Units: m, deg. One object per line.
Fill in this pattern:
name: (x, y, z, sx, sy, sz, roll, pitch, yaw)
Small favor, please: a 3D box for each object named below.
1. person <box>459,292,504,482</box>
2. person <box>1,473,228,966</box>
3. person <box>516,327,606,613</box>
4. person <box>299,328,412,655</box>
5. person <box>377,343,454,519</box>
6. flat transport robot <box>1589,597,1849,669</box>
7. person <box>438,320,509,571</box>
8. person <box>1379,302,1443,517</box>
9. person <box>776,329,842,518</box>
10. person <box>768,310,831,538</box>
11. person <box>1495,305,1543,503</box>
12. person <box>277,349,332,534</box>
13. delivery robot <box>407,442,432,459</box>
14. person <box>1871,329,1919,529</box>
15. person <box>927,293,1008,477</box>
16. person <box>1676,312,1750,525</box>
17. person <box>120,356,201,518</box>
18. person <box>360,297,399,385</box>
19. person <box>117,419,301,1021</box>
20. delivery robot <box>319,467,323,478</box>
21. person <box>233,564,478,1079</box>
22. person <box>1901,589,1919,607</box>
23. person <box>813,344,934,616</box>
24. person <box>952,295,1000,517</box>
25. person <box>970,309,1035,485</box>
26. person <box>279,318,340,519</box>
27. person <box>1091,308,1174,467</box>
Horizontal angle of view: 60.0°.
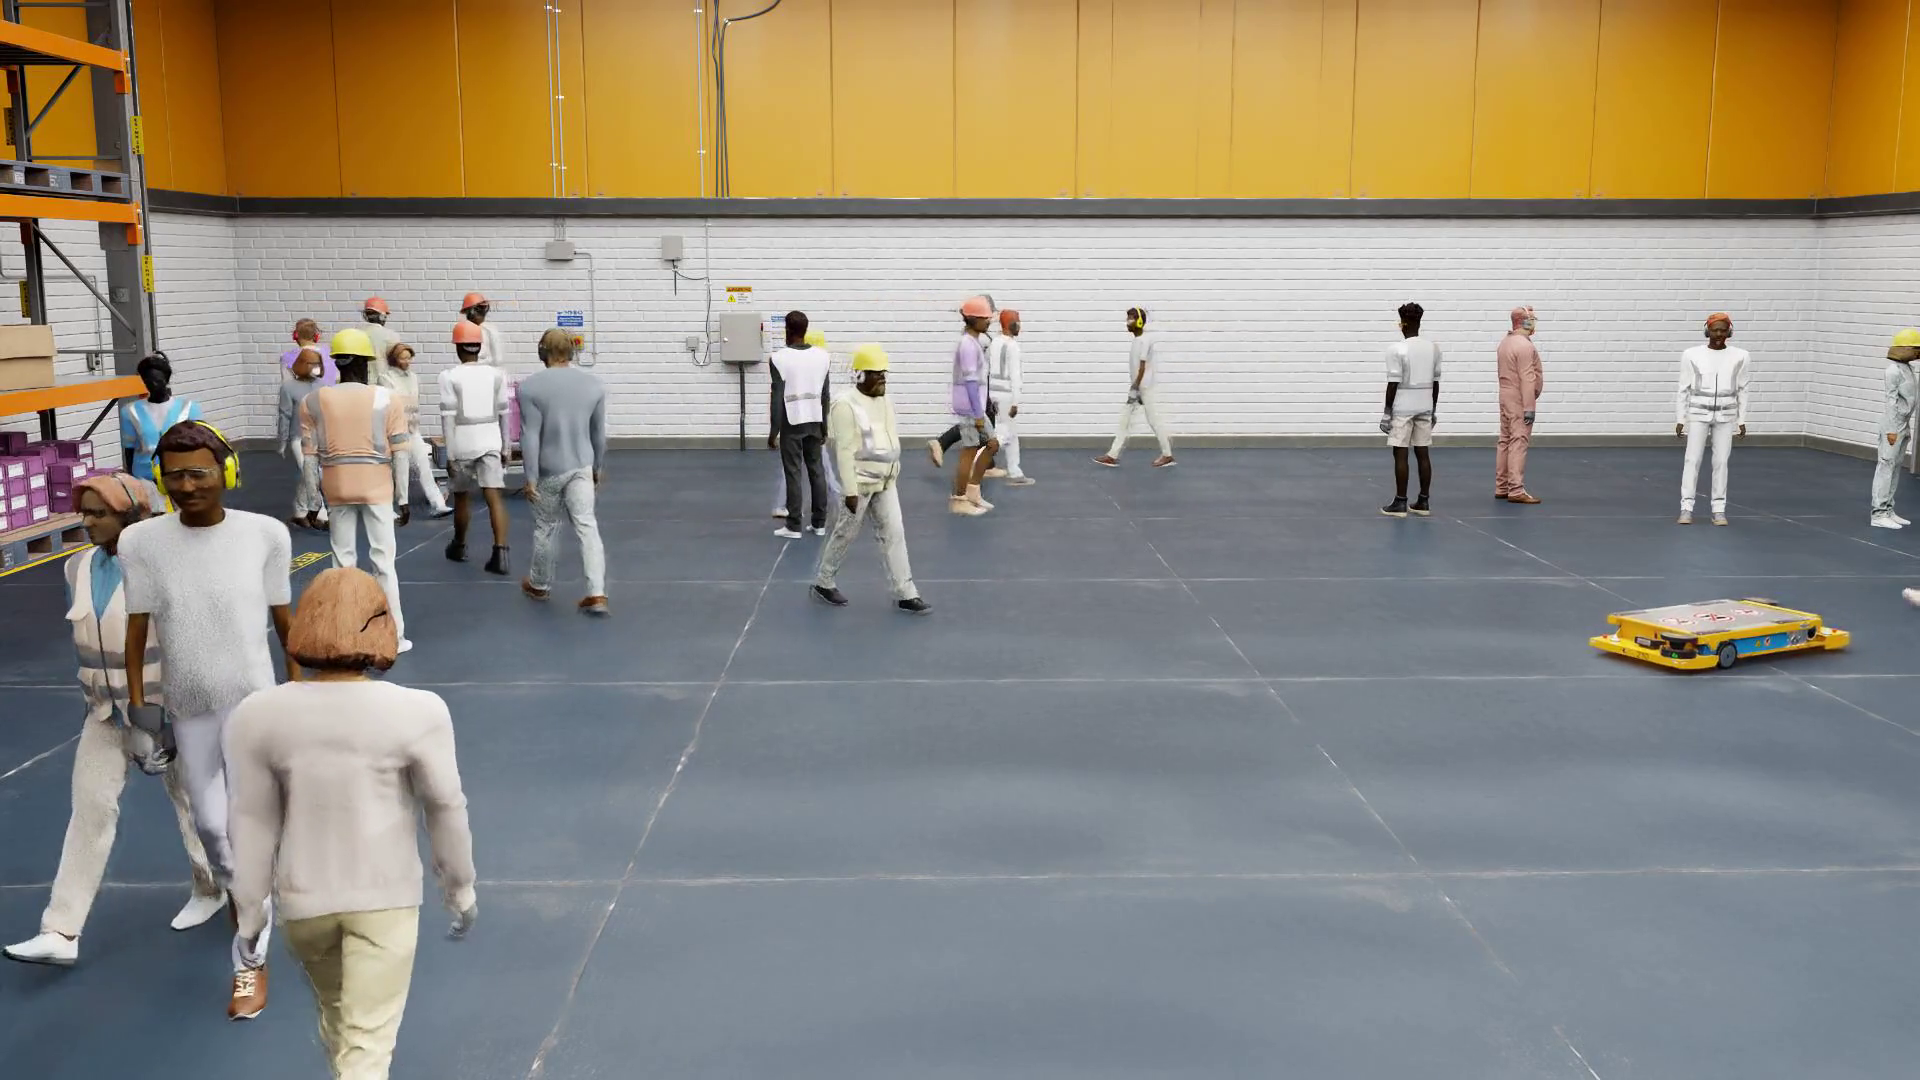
person: (-5.100, -1.626, 17.787, 0.470, 2.012, 0.734, -1, 9, -6)
person: (-2.759, 0.585, 5.452, 0.541, 1.591, 0.831, 3, 10, 17)
person: (-2.640, -0.467, 11.074, 0.653, 1.884, 1.043, -7, 12, -37)
person: (-3.501, -0.261, 9.679, 0.587, 1.922, 0.383, -2, 9, -9)
person: (-4.956, -0.960, 14.957, 0.842, 1.598, 0.508, 5, 11, 29)
flat transport robot: (4.489, 0.539, 9.820, 1.431, 0.197, 0.652, -5, 10, -26)
person: (-3.671, -0.714, 12.595, 0.560, 1.886, 1.018, -7, 11, -35)
person: (4.127, -1.195, 15.272, 0.613, 1.962, 0.365, -4, 10, -23)
person: (-1.280, -1.053, 15.140, 0.895, 1.711, 0.532, -2, 9, -13)
person: (-1.342, -0.972, 14.047, 0.592, 1.917, 0.377, -7, 12, -38)
person: (5.453, -1.314, 16.182, 0.407, 1.908, 0.641, -1, 9, -4)
person: (-5.560, -0.846, 14.295, 0.878, 1.581, 0.516, 6, 11, 34)
delivery robot: (-5.692, -0.865, 17.270, 0.707, 0.478, 0.477, -7, 12, -37)
person: (8.258, -0.979, 14.625, 0.295, 1.744, 0.484, 8, 13, 42)
person: (0.088, -1.693, 18.095, 0.830, 2.000, 0.694, -1, 9, -5)
person: (6.654, -1.067, 14.729, 0.585, 1.883, 0.343, 3, 10, 16)
person: (-5.551, -0.455, 11.622, 0.536, 1.669, 0.719, -4, 10, -23)
person: (-6.175, -1.592, 17.699, 0.659, 1.971, 0.488, 3, 10, 16)
person: (-2.353, 0.507, 5.307, 0.522, 1.825, 0.868, -3, 10, -16)
delivery robot: (-6.284, -0.795, 16.843, 0.707, 0.478, 0.477, -7, 12, -37)
person: (-1.416, 0.850, 3.889, 0.516, 1.587, 0.872, 0, 9, 1)
person: (6.766, -0.358, 10.717, 1.034, 1.782, 0.549, 7, 12, 38)
person: (-0.628, -0.405, 10.991, 0.940, 1.786, 0.610, 7, 11, 36)
person: (0.165, -1.210, 15.174, 0.538, 2.022, 0.638, 1, 9, 3)
person: (0.406, -1.466, 17.264, 0.772, 1.860, 0.576, -4, 10, -23)
person: (-5.861, -1.094, 15.084, 0.489, 1.821, 0.651, 7, 12, 38)
person: (2.029, -1.726, 18.977, 0.982, 1.819, 0.538, -2, 10, -15)
